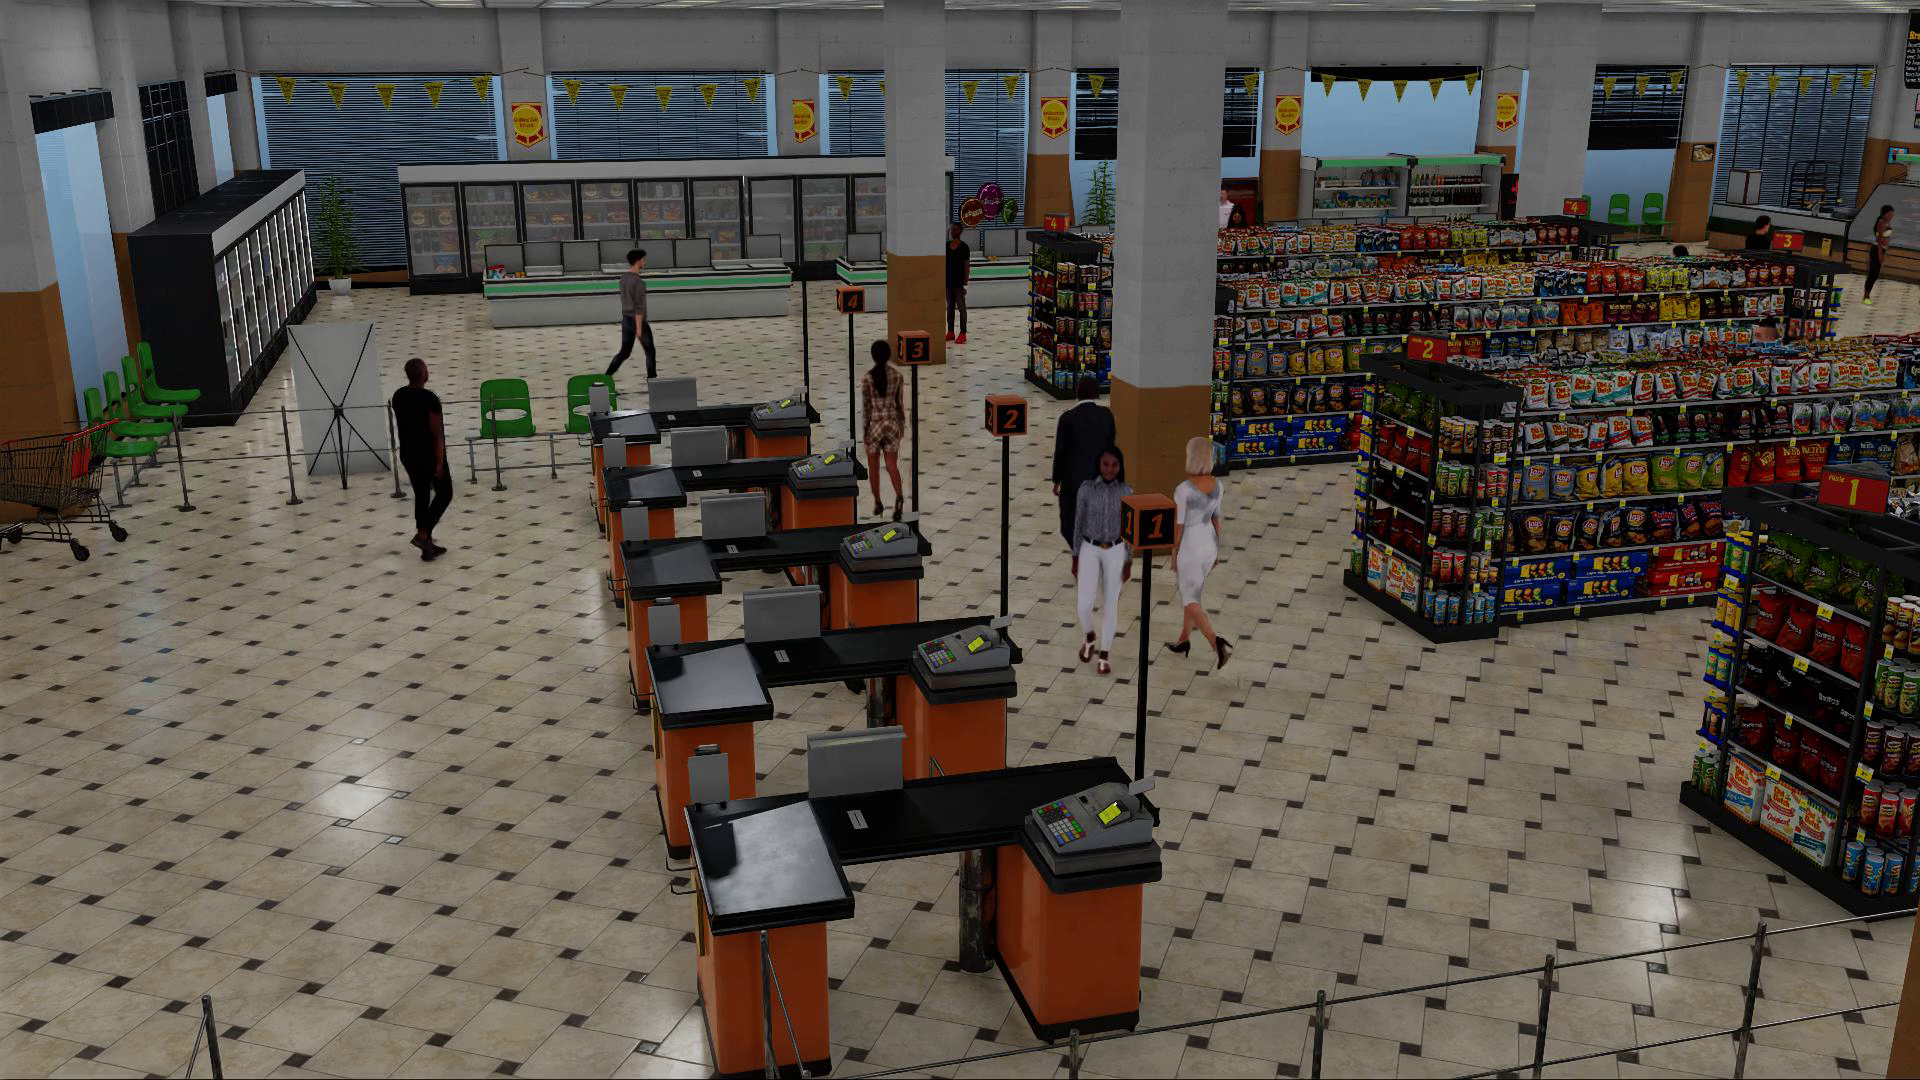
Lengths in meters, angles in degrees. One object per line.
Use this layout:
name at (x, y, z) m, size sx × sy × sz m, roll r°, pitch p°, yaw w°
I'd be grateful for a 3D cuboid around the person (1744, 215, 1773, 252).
person at (12.298, -4.117, 25.962) m, size 1.174 × 1.834 × 0.684 m, roll -4°, pitch 17°, yaw -12°

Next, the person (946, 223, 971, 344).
person at (-0.062, -3.935, 25.414) m, size 0.711 × 1.804 × 0.746 m, roll 12°, pitch 21°, yaw 34°

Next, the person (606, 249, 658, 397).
person at (-4.288, -2.775, 21.471) m, size 1.070 × 1.876 × 1.290 m, roll 16°, pitch 23°, yaw 42°

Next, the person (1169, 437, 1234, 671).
person at (1.775, 0.129, 12.163) m, size 1.016 × 1.726 × 0.824 m, roll -10°, pitch 20°, yaw -30°

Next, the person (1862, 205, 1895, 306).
person at (15.963, -4.978, 28.976) m, size 0.866 × 1.731 × 0.756 m, roll 8°, pitch 19°, yaw 24°

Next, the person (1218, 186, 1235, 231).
person at (4.958, -5.671, 31.087) m, size 1.234 × 1.829 × 1.018 m, roll -15°, pitch 23°, yaw -41°

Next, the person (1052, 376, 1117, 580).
person at (1.056, -0.455, 13.964) m, size 0.898 × 1.797 × 0.773 m, roll -5°, pitch 18°, yaw -16°

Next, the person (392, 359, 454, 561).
person at (-4.803, -0.684, 14.695) m, size 0.862 × 1.811 × 0.921 m, roll 7°, pitch 18°, yaw 21°

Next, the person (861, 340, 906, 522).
person at (-0.705, -0.987, 15.761) m, size 0.963 × 1.772 × 0.685 m, roll -6°, pitch 18°, yaw -18°

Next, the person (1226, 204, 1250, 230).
person at (4.887, -4.998, 29.144) m, size 1.047 × 1.671 × 0.718 m, roll -3°, pitch 17°, yaw -9°

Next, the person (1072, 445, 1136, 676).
person at (1.050, 0.124, 12.200) m, size 0.698 × 1.715 × 0.774 m, roll 2°, pitch 17°, yaw 6°
